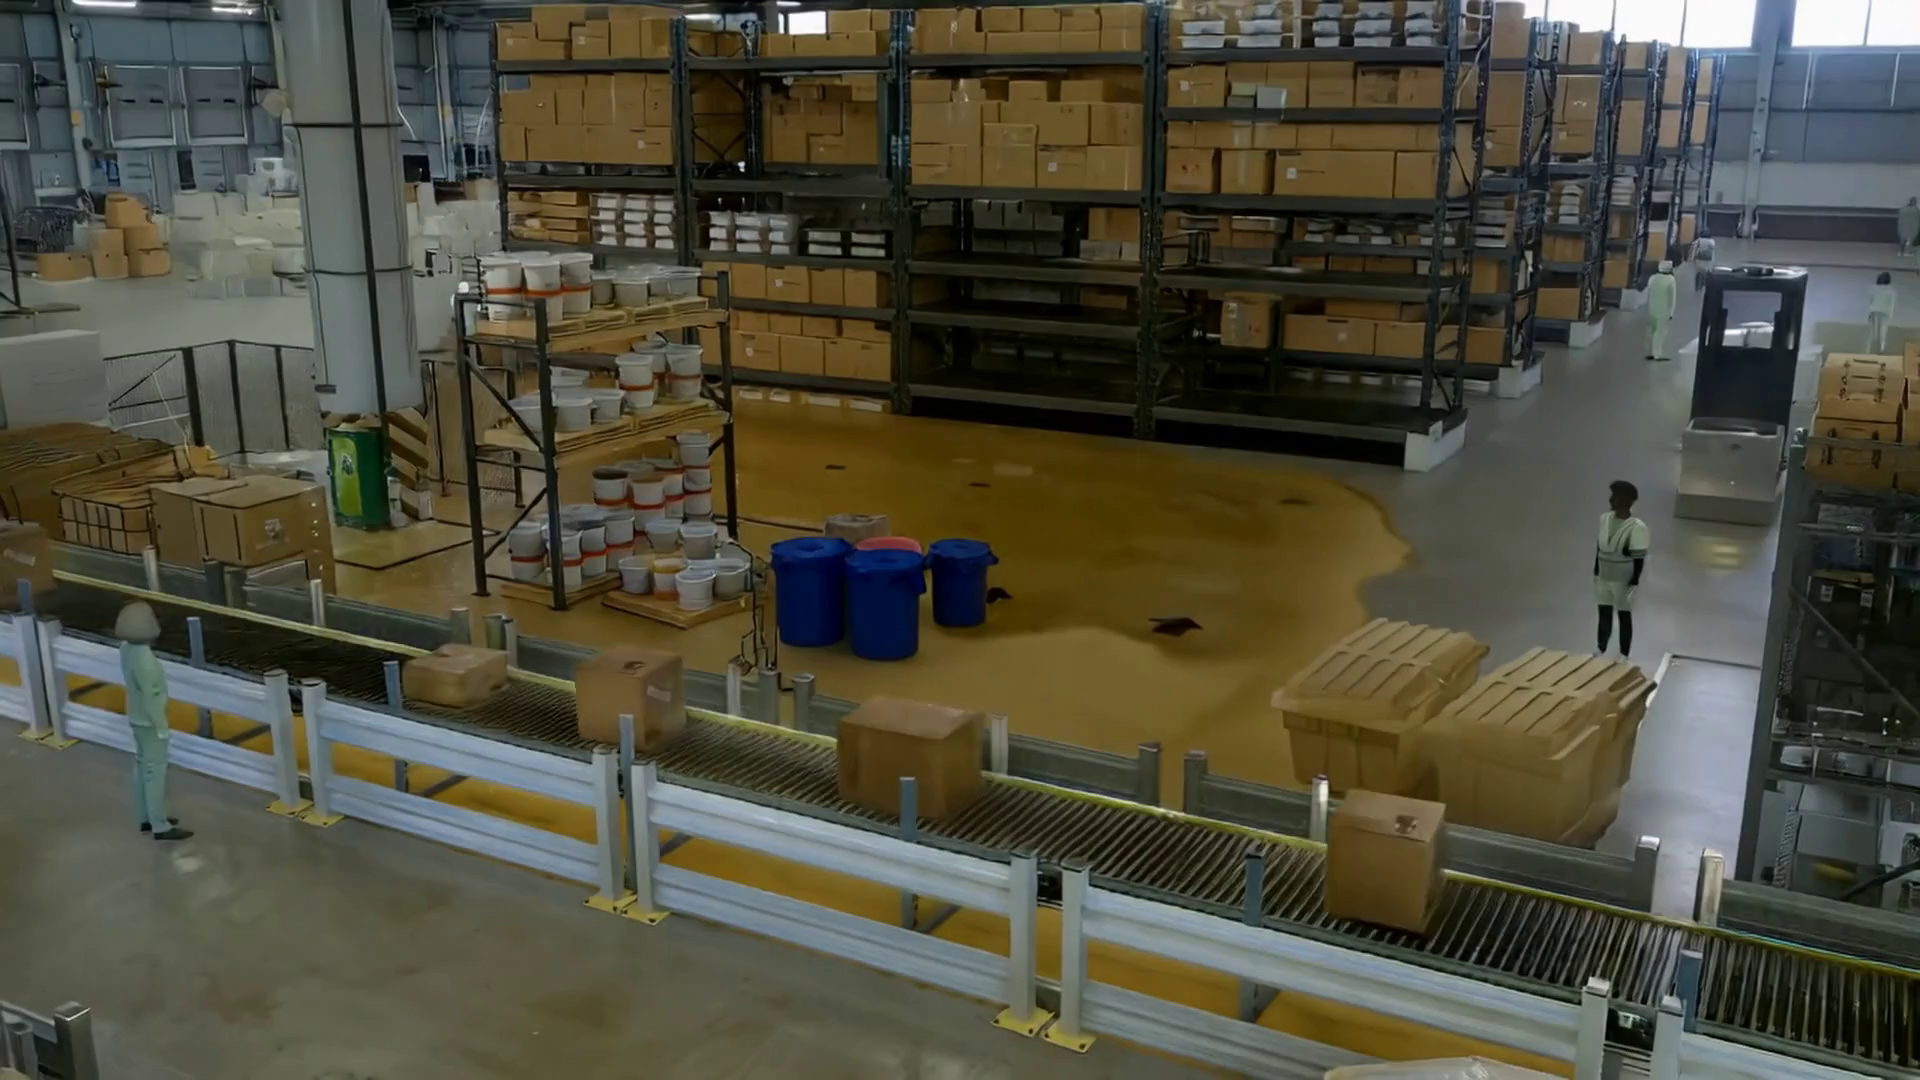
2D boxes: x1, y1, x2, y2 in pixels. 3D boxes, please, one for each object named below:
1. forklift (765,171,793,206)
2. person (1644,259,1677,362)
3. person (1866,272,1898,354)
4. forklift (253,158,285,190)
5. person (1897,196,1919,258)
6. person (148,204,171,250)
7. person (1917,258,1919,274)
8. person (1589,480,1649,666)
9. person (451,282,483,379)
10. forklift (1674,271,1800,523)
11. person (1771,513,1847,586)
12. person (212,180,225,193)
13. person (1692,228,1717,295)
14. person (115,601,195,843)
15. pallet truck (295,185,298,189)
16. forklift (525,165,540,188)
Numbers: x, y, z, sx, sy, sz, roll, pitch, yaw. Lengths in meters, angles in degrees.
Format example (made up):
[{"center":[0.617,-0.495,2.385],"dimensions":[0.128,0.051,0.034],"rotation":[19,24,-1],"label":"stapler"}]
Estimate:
[{"center":[-5.710,-10.508,52.602],"dimensions":[1.129,2.768,1.873],"rotation":[8,17,28],"label":"forklift"},{"center":[13.140,-4.292,31.125],"dimensions":[0.398,1.900,0.647],"rotation":[-6,16,-22],"label":"person"},{"center":[17.627,-4.335,31.858],"dimensions":[0.522,1.581,0.852],"rotation":[12,19,38],"label":"person"},{"center":[-23.585,-11.676,56.994],"dimensions":[1.873,2.768,1.129],"rotation":[8,17,28],"label":"forklift"},{"center":[29.204,-9.625,51.154],"dimensions":[0.401,1.904,0.651],"rotation":[-6,16,-23],"label":"person"},{"center":[-22.699,-8.564,47.165],"dimensions":[0.452,1.910,0.597],"rotation":[8,17,27],"label":"person"},{"center":[23.069,-6.452,39.255],"dimensions":[0.824,1.878,0.680],"rotation":[-10,18,-34],"label":"person"},{"center":[5.595,0.319,14.166],"dimensions":[0.322,1.697,0.535],"rotation":[-5,16,-20],"label":"person"},{"center":[-8.648,-3.677,29.226],"dimensions":[0.545,1.683,0.335],"rotation":[-13,19,-39],"label":"person"},{"center":[9.269,-1.763,19.726],"dimensions":[1.129,2.768,1.873],"rotation":[8,17,27],"label":"forklift"},{"center":[8.186,-0.229,15.820],"dimensions":[0.538,1.918,0.820],"rotation":[-2,15,-8],"label":"person"},{"center":[-26.731,-12.032,60.146],"dimensions":[0.627,1.934,0.372],"rotation":[10,18,32],"label":"person"},{"center":[18.706,-7.013,41.822],"dimensions":[0.543,1.649,0.887],"rotation":[7,17,26],"label":"person"},{"center":[-5.352,1.193,10.994],"dimensions":[0.275,1.636,0.507],"rotation":[-13,20,-40],"label":"person"},{"center":[-26.804,-14.617,69.738],"dimensions":[1.885,1.965,0.823],"rotation":[-14,20,-42],"label":"pallet truck"},{"center":[-16.455,-13.596,64.211],"dimensions":[1.873,2.768,1.129],"rotation":[1,15,2],"label":"forklift"}]
